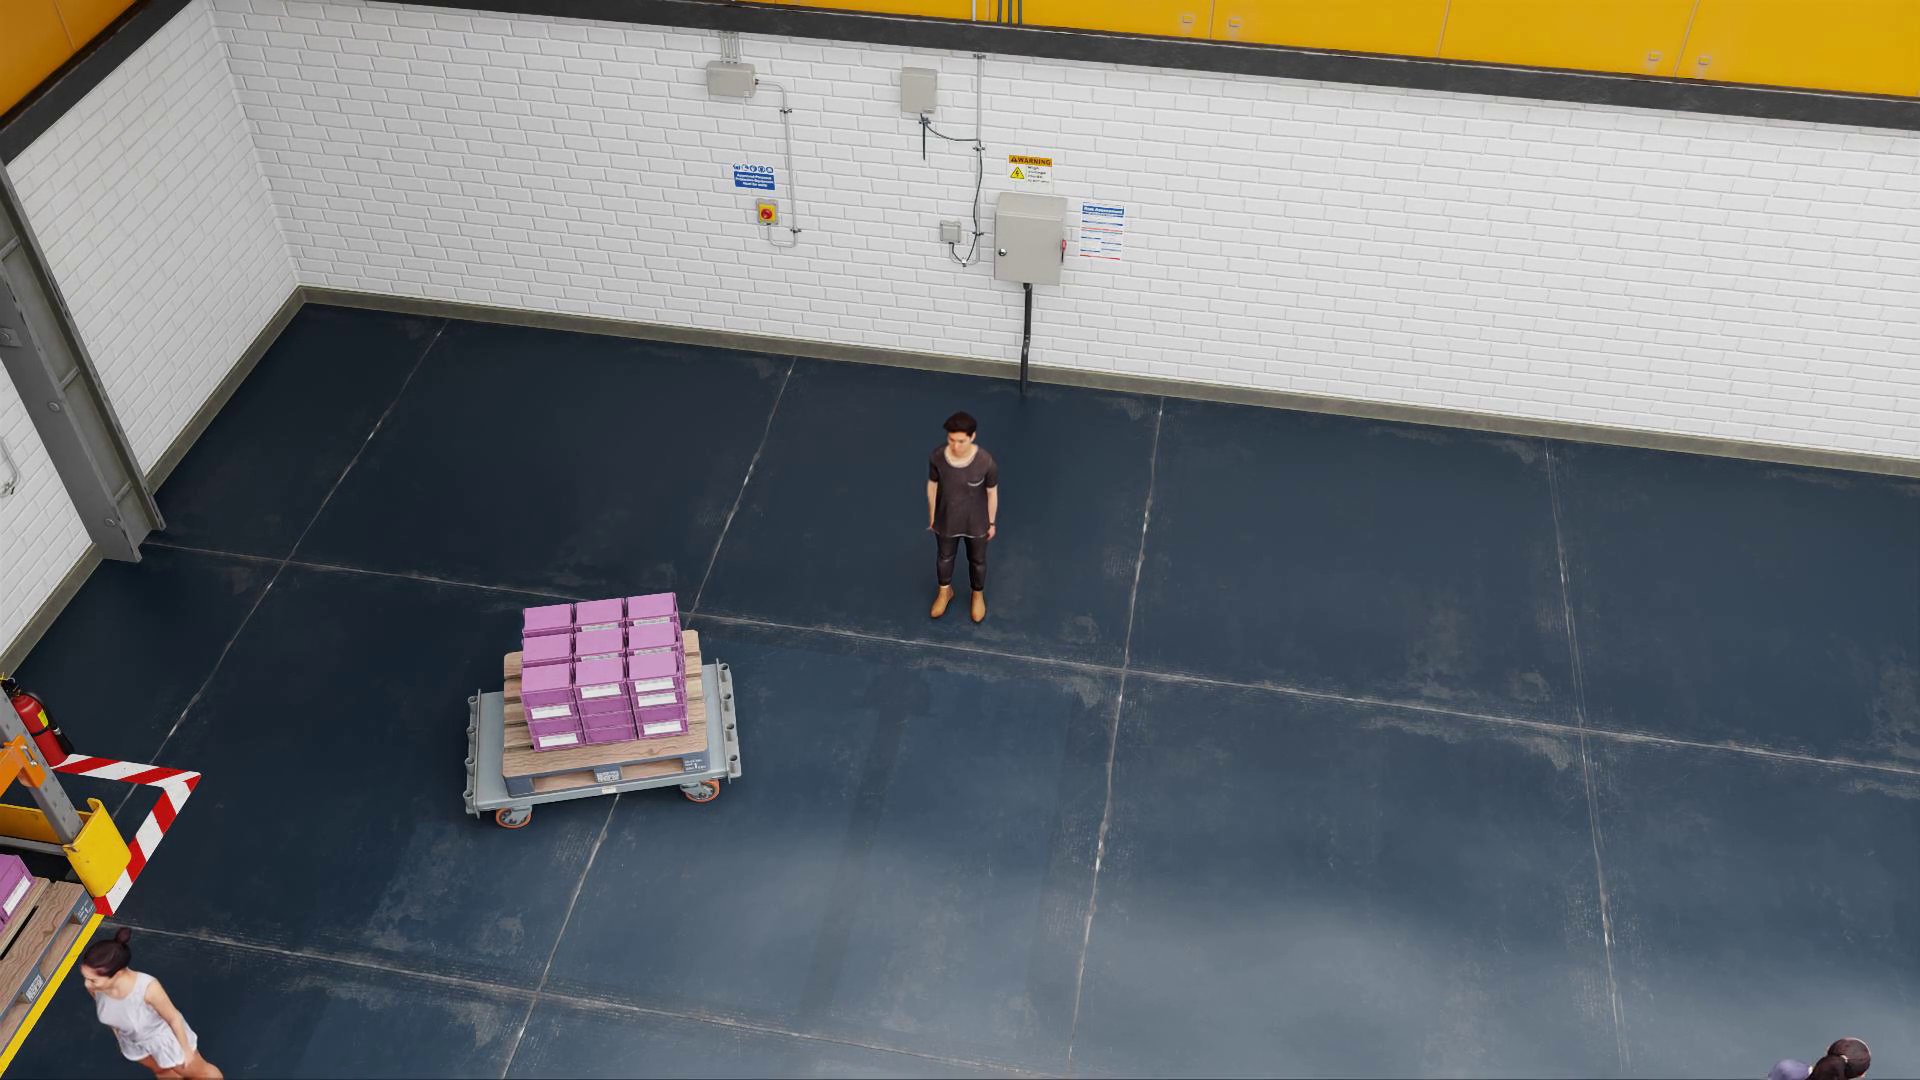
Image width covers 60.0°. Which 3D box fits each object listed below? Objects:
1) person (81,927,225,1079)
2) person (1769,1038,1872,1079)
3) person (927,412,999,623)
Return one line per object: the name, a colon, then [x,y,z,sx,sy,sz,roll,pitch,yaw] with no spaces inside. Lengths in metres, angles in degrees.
person: [-4.011,2.448,8.274,0.563,1.623,0.500,8,44,9]
person: [3.887,2.872,7.829,1.099,1.622,0.968,-33,53,-30]
person: [0.016,-0.175,10.959,0.610,1.717,0.537,8,44,9]
